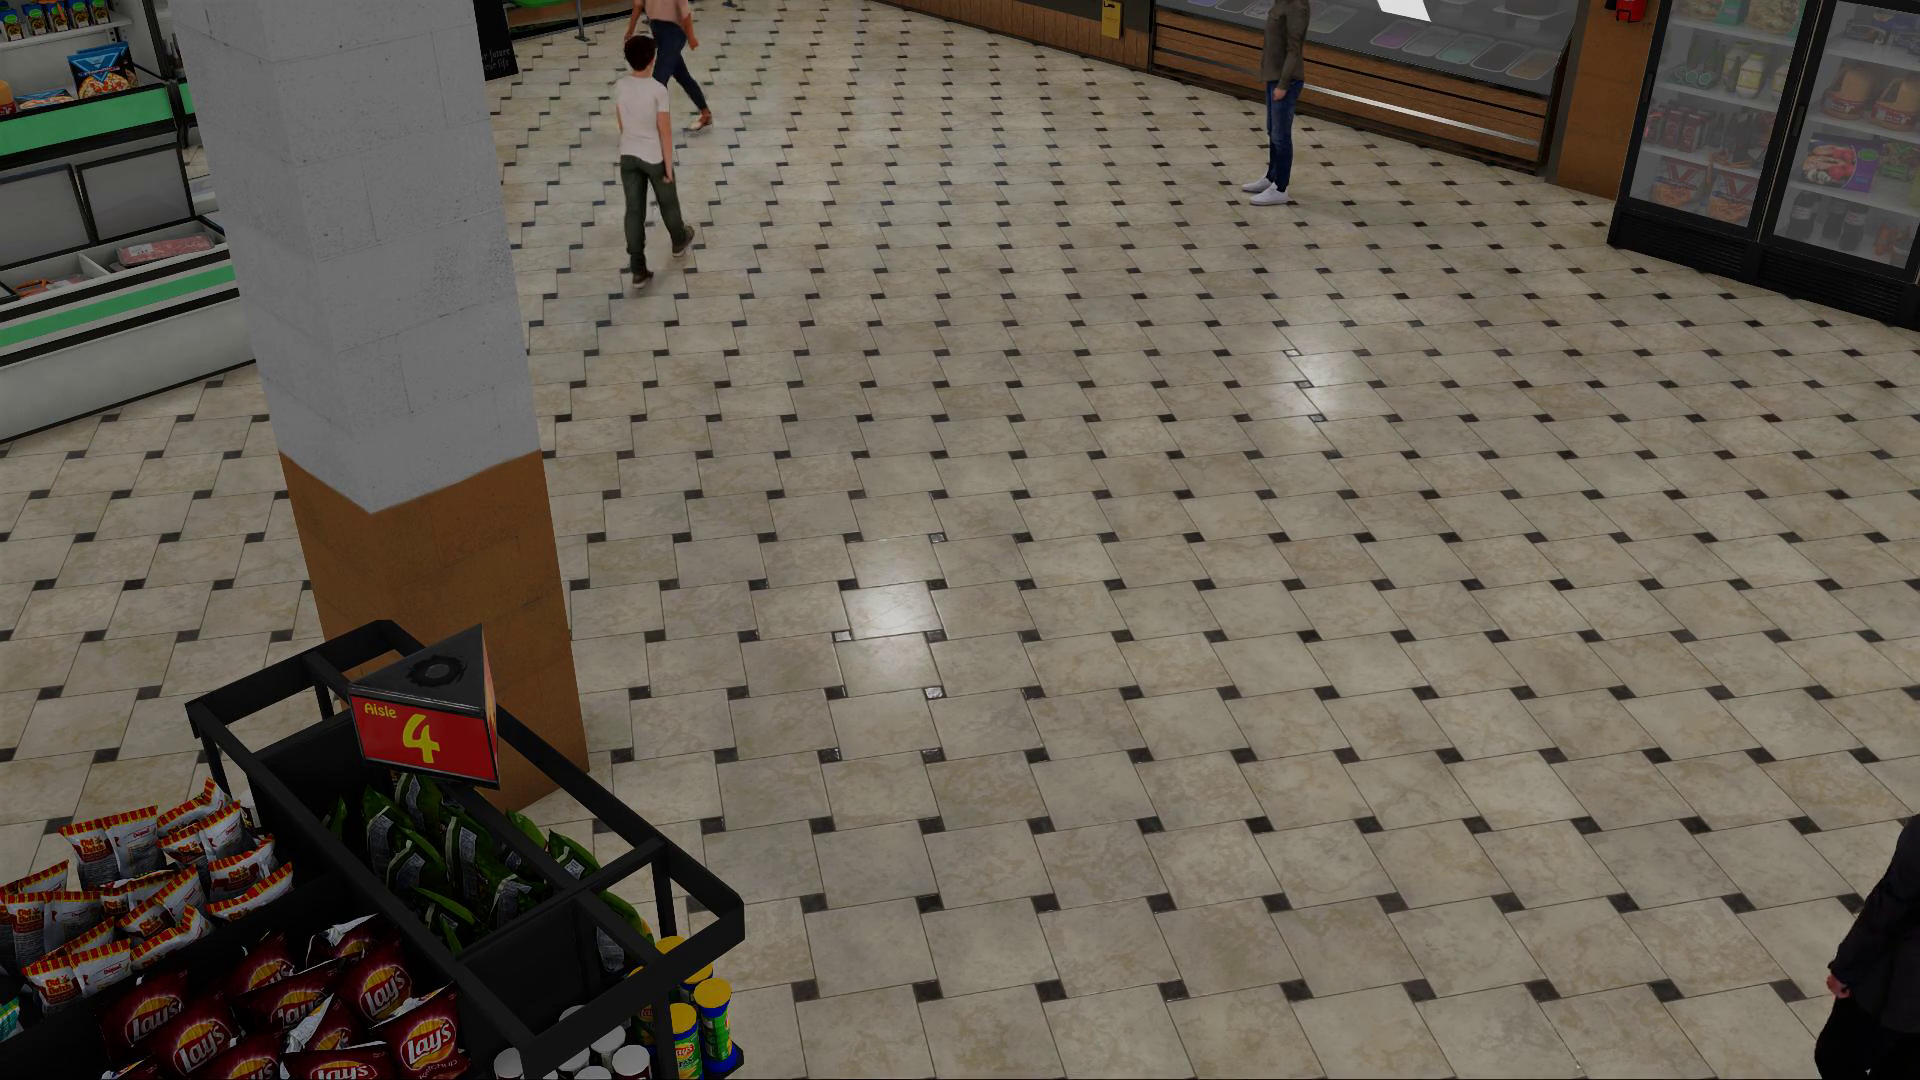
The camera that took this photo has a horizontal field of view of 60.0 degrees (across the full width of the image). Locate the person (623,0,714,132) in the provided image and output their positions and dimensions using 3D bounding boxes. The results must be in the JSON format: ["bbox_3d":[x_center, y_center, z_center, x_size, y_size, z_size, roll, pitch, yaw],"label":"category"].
[{"bbox_3d":[-2.306,-4.095,13.535,0.614,1.727,1.167,27,41,36],"label":"person"}]

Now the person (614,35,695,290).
[{"bbox_3d":[-2.118,-2.462,11.025,1.003,1.606,1.197,6,32,10],"label":"person"}]

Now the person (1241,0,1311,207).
[{"bbox_3d":[2.406,-3.423,12.325,0.837,1.864,0.781,0,32,0],"label":"person"}]
